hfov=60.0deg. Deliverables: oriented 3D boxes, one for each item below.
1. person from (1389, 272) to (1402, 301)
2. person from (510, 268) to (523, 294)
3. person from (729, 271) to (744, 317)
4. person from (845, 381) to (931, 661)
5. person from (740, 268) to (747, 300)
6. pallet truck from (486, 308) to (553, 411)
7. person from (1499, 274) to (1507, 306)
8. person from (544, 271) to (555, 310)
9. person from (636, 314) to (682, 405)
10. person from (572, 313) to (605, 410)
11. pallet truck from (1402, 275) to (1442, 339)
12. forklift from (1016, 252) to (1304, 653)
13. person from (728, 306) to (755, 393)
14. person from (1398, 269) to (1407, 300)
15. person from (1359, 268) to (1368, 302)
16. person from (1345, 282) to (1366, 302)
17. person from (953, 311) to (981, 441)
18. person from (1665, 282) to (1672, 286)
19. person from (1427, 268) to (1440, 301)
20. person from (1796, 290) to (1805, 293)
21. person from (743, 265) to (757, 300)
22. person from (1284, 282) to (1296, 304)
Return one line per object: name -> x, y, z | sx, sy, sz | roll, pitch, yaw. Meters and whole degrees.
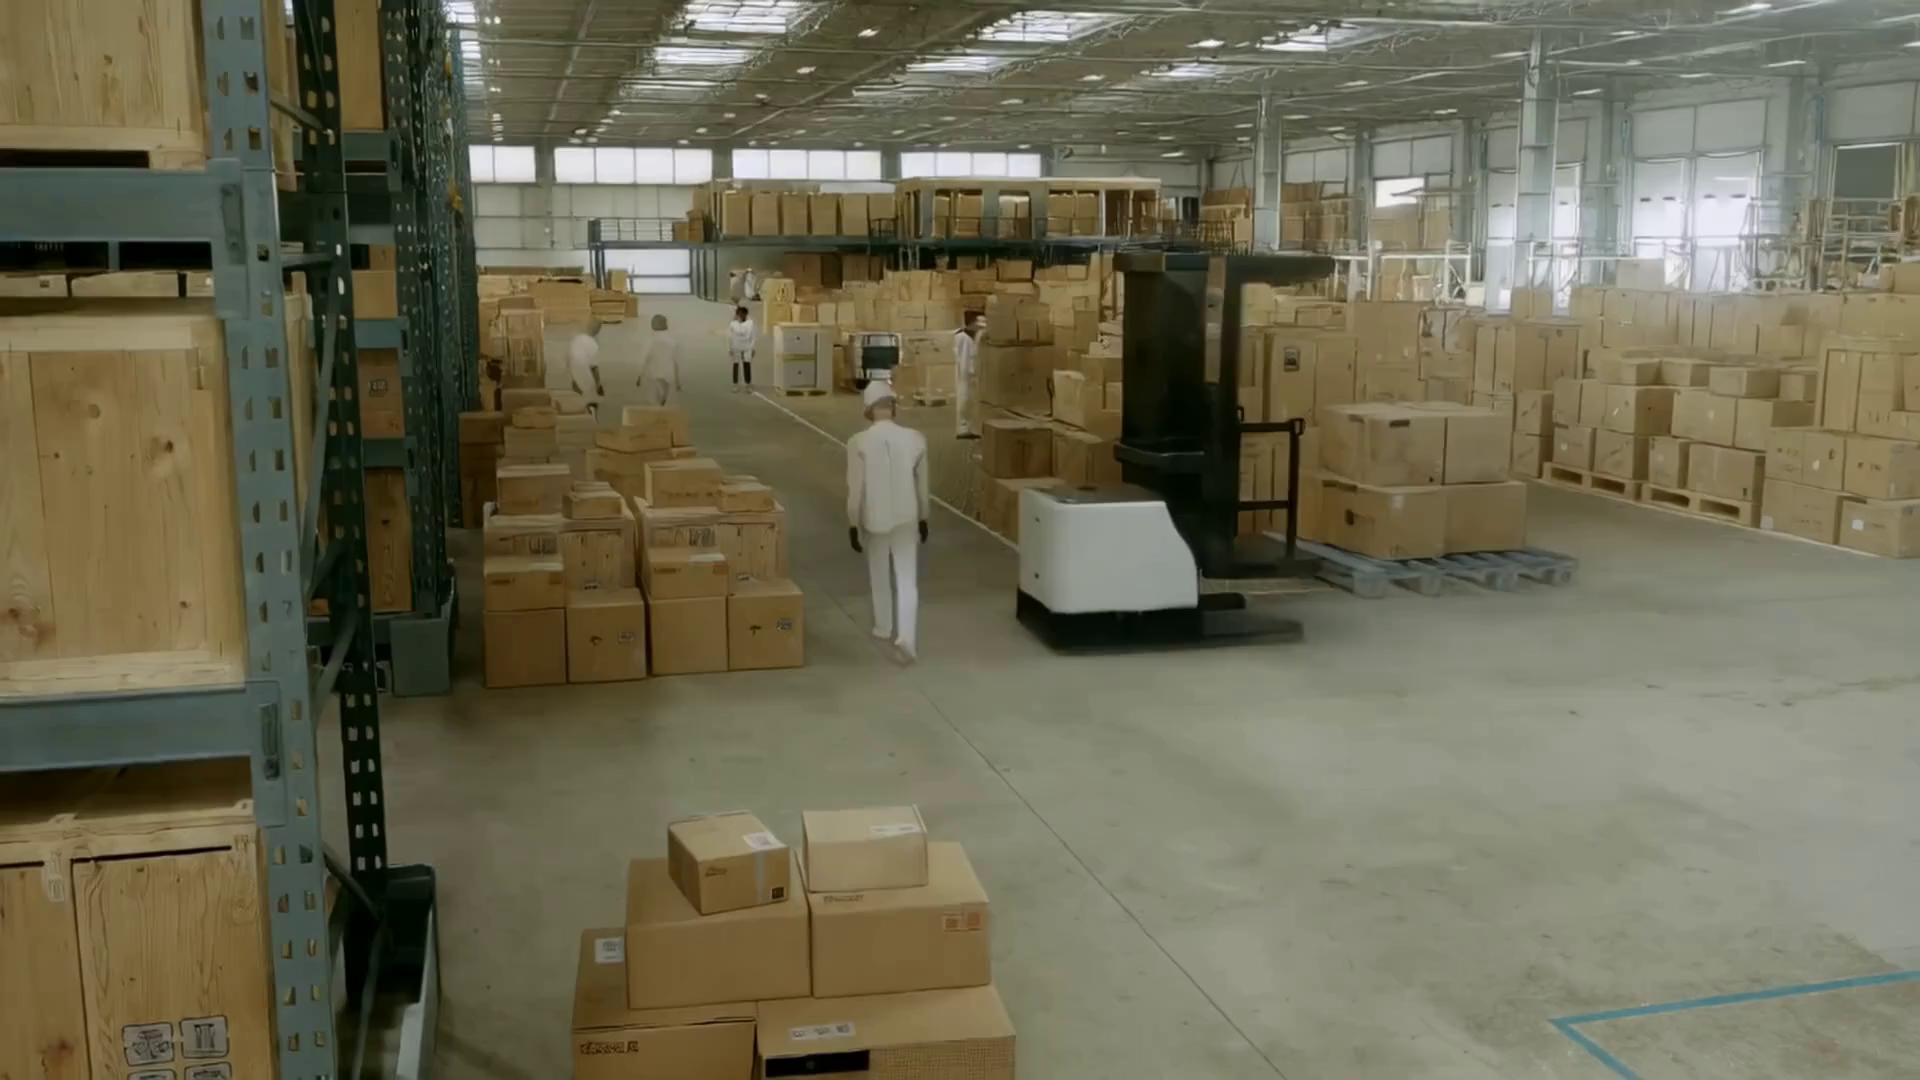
person -> 19.323, -10.991, 73.716 | 0.527, 1.721, 0.922 | 6, 12, 31
person -> -20.631, -11.706, 77.388 | 0.599, 1.833, 0.976 | -2, 10, -13
person -> -9.166, -10.094, 68.184 | 0.555, 1.885, 1.027 | 4, 11, 20
person -> -0.484, -0.141, 11.682 | 0.643, 1.936, 1.013 | -3, 10, -14
person -> -9.931, -11.776, 77.674 | 0.601, 1.873, 0.987 | -6, 12, -31
pallet truck -> -6.242, -2.418, 24.362 | 0.823, 1.965, 1.885 | 1, 10, 3
person -> 23.308, -10.587, 71.463 | 0.321, 1.698, 0.537 | -1, 10, -8
person -> -18.619, -11.337, 75.550 | 0.529, 1.754, 0.406 | -5, 11, -26
person -> -4.449, -2.385, 24.549 | 0.631, 1.873, 1.066 | -8, 13, -37
person -> -5.245, -2.254, 23.601 | 0.480, 1.935, 0.649 | -7, 12, -34
pallet truck -> 14.620, -7.324, 52.145 | 0.823, 1.965, 1.885 | 8, 13, 40
forklift -> 1.437, -0.692, 12.089 | 1.873, 2.768, 1.129 | -3, 10, -15
person -> -4.288, -3.746, 32.737 | 0.532, 1.697, 0.319 | -3, 10, -16
person -> 20.647, -11.733, 77.626 | 0.435, 1.817, 0.659 | 6, 12, 30
person -> 18.610, -11.641, 76.971 | 0.928, 1.864, 0.625 | 2, 10, 13
person -> 11.522, -6.590, 48.428 | 0.634, 1.841, 0.429 | -2, 10, -9
person -> 0.103, -2.444, 24.741 | 0.372, 1.914, 0.596 | 3, 11, 19
person -> 20.227, -6.441, 47.551 | 0.589, 1.863, 0.887 | -3, 11, -19
person -> 21.311, -11.295, 74.939 | 0.560, 1.896, 0.985 | 0, 10, 2
person -> 18.190, -4.457, 36.094 | 0.627, 1.934, 0.372 | 1, 10, 3
person -> -9.584, -11.602, 76.246 | 0.672, 2.000, 0.536 | 10, 14, 44
person -> 16.323, -12.621, 82.376 | 0.630, 1.912, 0.547 | 9, 14, 43
